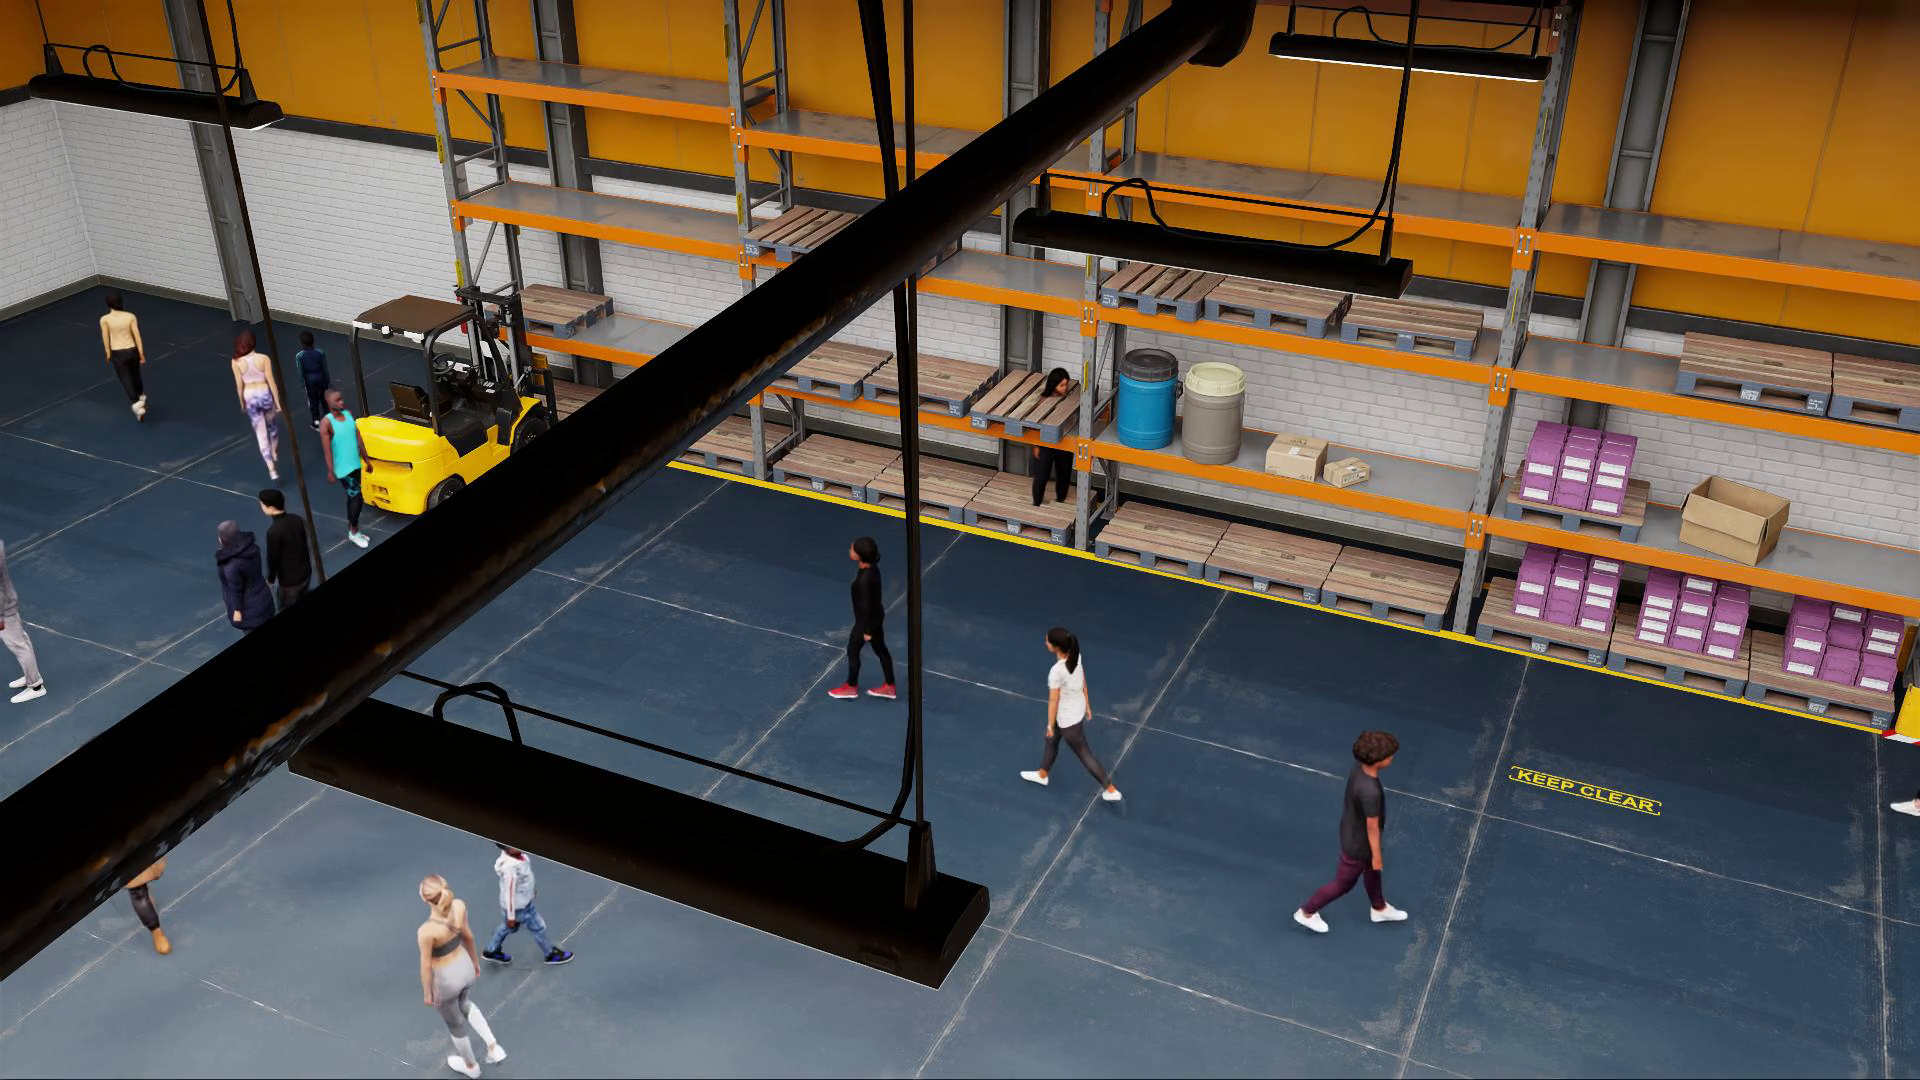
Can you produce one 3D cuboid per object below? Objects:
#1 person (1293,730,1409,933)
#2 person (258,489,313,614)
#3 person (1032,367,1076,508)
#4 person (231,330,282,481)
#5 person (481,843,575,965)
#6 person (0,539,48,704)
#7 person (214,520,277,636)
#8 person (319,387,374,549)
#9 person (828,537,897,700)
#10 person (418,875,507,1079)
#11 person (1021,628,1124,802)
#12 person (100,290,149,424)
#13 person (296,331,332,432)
[{"bbox_3d":[2.874,2.174,12.239,1.196,1.753,0.909,2,29,3],"label":"person"},{"bbox_3d":[-6.273,0.313,15.686,0.786,1.720,0.735,8,30,14],"label":"person"},{"bbox_3d":[1.021,-1.043,18.075,0.778,1.813,0.830,-11,31,-20],"label":"person"},{"bbox_3d":[-7.994,-1.503,19.014,1.079,1.721,1.243,-13,31,-23],"label":"person"},{"bbox_3d":[-3.254,2.594,12.002,0.936,1.243,0.799,-6,29,-10],"label":"person"},{"bbox_3d":[-8.639,0.601,15.036,0.811,1.837,0.723,-12,31,-22],"label":"person"},{"bbox_3d":[-6.532,0.552,15.295,0.771,1.674,0.766,2,29,3],"label":"person"},{"bbox_3d":[-6.567,-0.790,17.626,0.637,1.798,0.631,10,30,17],"label":"person"},{"bbox_3d":[-0.740,0.733,14.987,0.909,1.652,0.731,6,29,10],"label":"person"},{"bbox_3d":[-3.278,2.920,10.934,0.679,1.693,0.558,14,32,24],"label":"person"},{"bbox_3d":[0.992,1.485,13.682,1.157,1.582,0.598,15,32,25],"label":"person"},{"bbox_3d":[-10.255,-2.243,20.467,0.925,1.629,1.187,-20,35,-32],"label":"person"},{"bbox_3d":[-7.892,-1.960,20.339,0.571,1.254,0.602,-17,33,-28],"label":"person"}]
